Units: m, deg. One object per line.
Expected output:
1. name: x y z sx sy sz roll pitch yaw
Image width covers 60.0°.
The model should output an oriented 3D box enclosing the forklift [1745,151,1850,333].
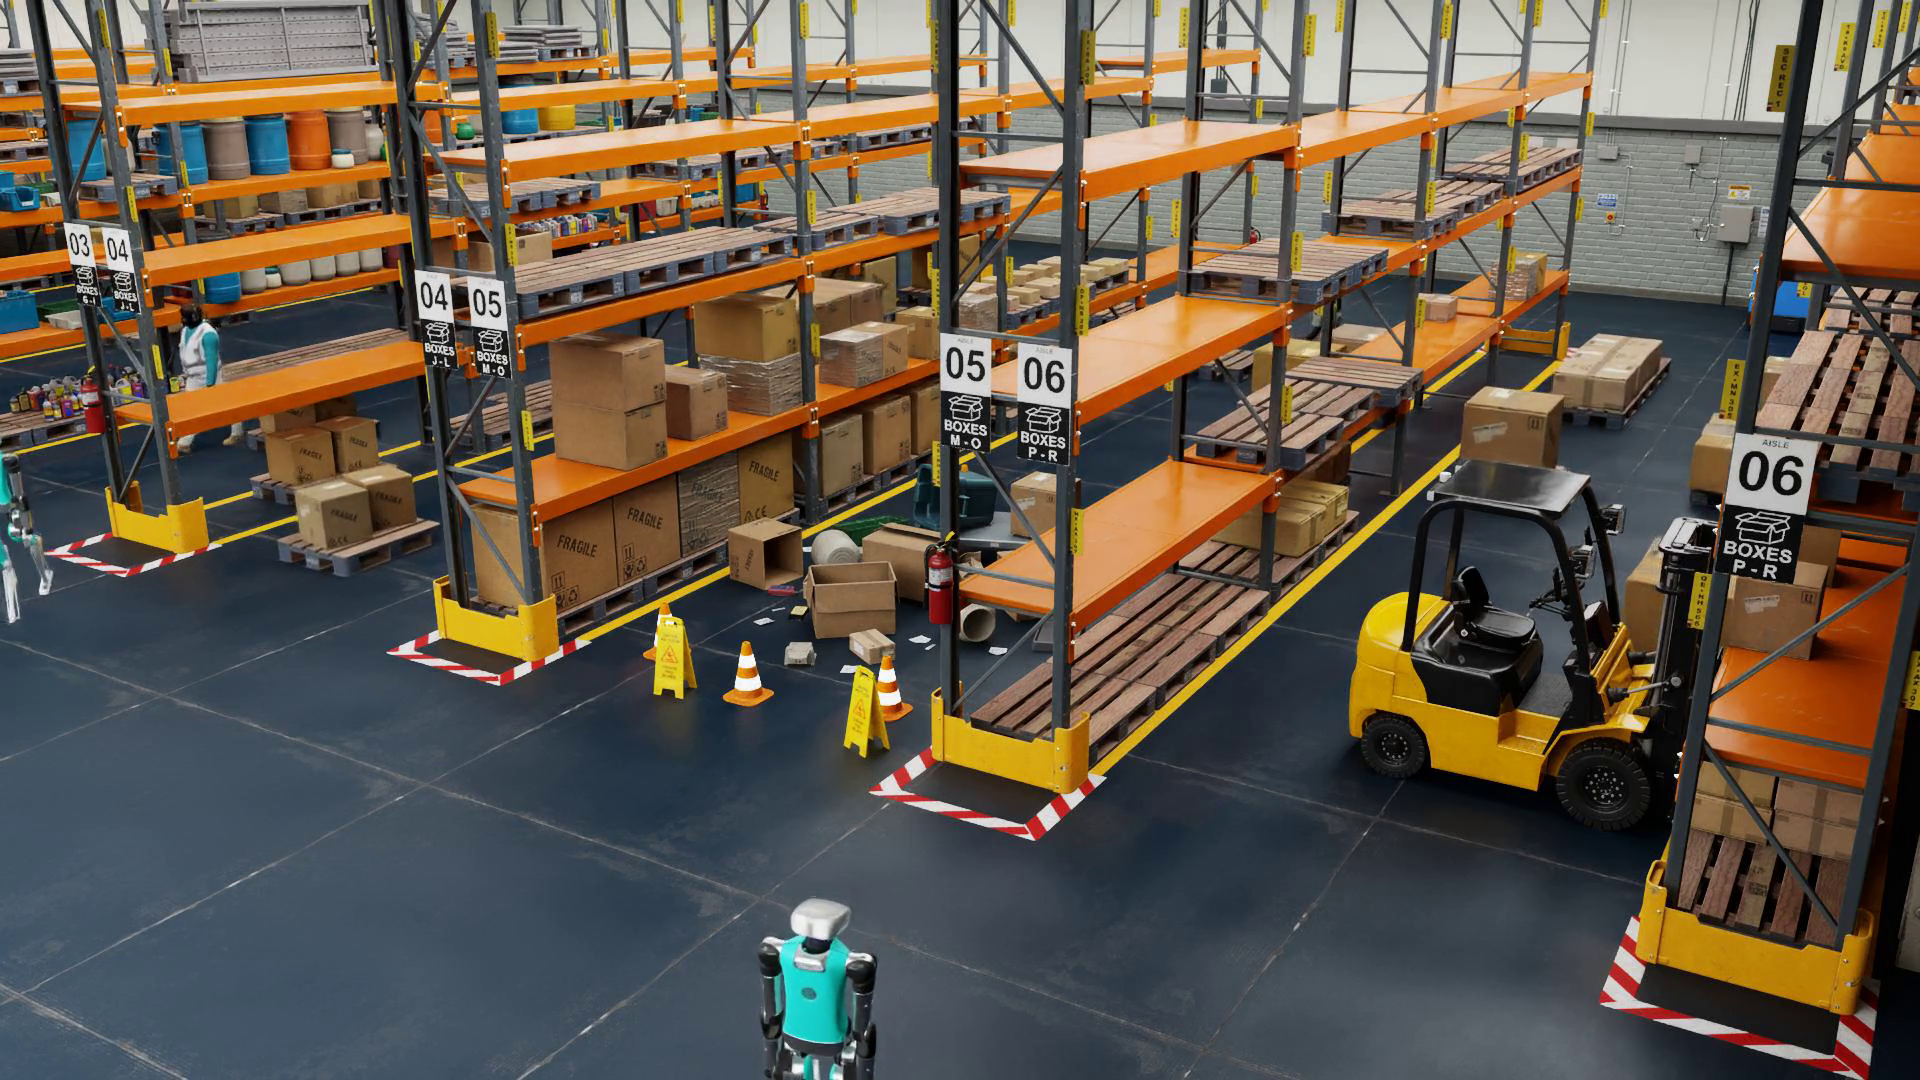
1. forklift: 13.620 -4.667 26.137 1.873 2.768 1.129 11 22 29

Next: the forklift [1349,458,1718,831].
1. forklift: 3.988 0.658 11.776 2.313 2.155 1.214 11 22 29

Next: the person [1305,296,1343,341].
1. person: 5.320 -3.378 24.252 0.819 1.656 0.561 -13 23 -33

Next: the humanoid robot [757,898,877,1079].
1. humanoid robot: -0.556 2.326 7.709 0.551 1.804 0.909 5 20 13

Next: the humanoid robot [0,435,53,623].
1. humanoid robot: -8.526 -0.182 14.981 0.531 1.782 1.015 -3 19 -9

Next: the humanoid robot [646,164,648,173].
1. humanoid robot: -7.005 -7.890 37.286 0.602 1.638 0.609 -13 23 -32

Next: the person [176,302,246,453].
1. person: -9.101 -1.950 19.923 0.643 1.790 0.947 13 23 32

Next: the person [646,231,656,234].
1. person: -6.988 -7.505 36.154 0.664 1.670 0.491 12 23 32
